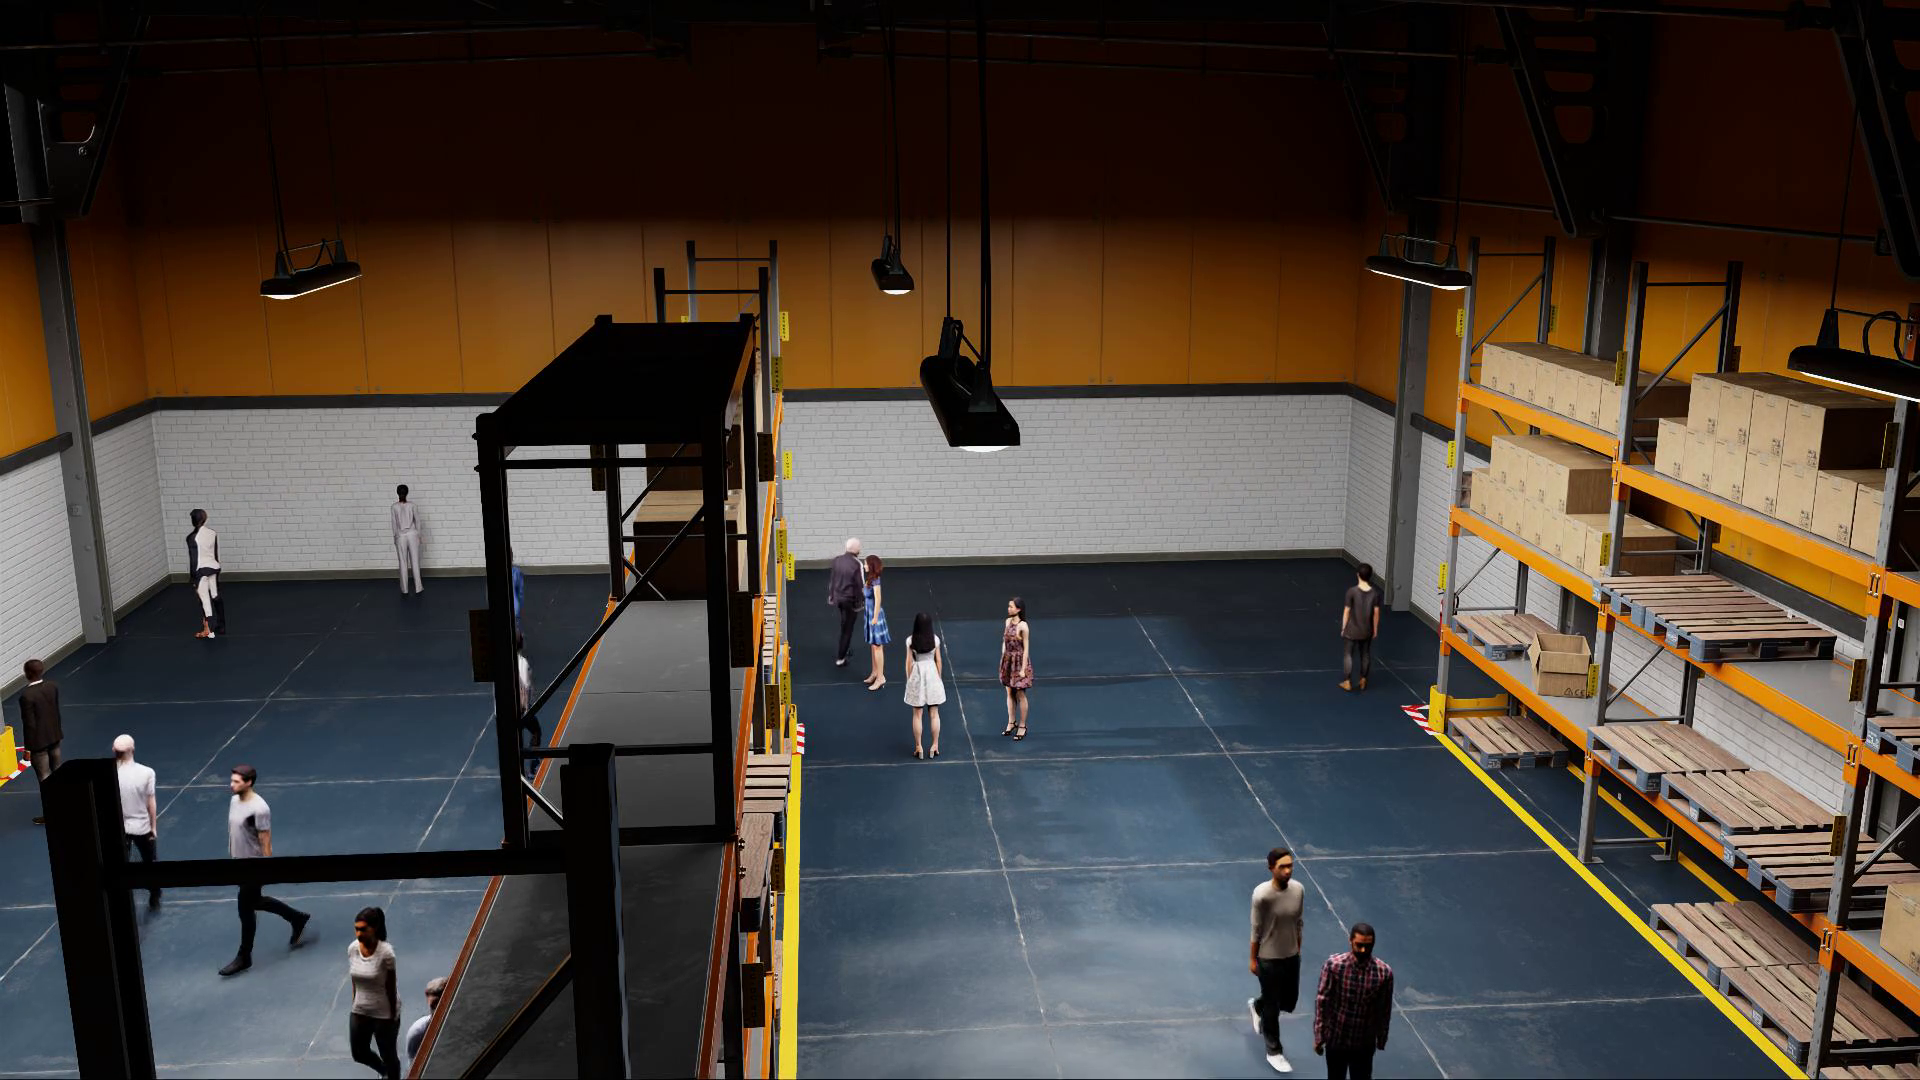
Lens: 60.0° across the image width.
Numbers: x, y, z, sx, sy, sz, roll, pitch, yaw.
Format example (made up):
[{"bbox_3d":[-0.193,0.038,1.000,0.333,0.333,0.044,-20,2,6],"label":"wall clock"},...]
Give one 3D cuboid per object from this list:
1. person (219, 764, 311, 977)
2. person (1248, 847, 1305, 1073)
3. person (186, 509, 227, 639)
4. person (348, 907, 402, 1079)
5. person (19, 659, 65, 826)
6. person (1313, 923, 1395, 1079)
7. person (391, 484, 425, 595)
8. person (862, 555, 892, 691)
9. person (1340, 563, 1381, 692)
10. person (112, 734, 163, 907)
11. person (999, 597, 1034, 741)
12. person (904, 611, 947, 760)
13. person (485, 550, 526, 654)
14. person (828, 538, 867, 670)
[{"bbox_3d":[-6.157,2.834,14.621,1.151,1.839,1.195,11,18,39],"label":"person"},{"bbox_3d":[2.438,3.234,13.059,0.814,1.798,0.983,-5,15,-22],"label":"person"},{"bbox_3d":[-11.007,0.474,24.254,0.826,1.892,0.696,5,15,21],"label":"person"},{"bbox_3d":[-4.300,3.476,12.416,0.669,1.629,0.724,3,14,14],"label":"person"},{"bbox_3d":[-9.705,2.124,17.632,0.773,1.802,0.599,3,14,11],"label":"person"},{"bbox_3d":[2.804,3.525,11.968,0.940,1.744,1.210,3,14,14],"label":"person"},{"bbox_3d":[-8.831,-0.024,26.561,0.610,1.774,0.570,-3,14,-12],"label":"person"},{"bbox_3d":[-1.142,1.075,21.955,0.753,1.805,0.552,-3,14,-12],"label":"person"},{"bbox_3d":[5.252,1.148,21.848,0.664,1.716,0.599,0,14,-1],"label":"person"},{"bbox_3d":[-7.639,2.707,15.245,0.870,1.793,1.277,-5,14,-18],"label":"person"},{"bbox_3d":[0.668,1.541,20.100,0.856,1.774,0.776,-10,17,-36],"label":"person"},{"bbox_3d":[-0.421,1.692,19.477,0.642,1.774,0.626,-1,14,-3],"label":"person"},{"bbox_3d":[-6.131,0.936,22.538,0.788,1.802,0.781,-7,15,-26],"label":"person"},{"bbox_3d":[-1.599,0.891,22.714,0.923,1.807,0.984,9,16,32],"label":"person"}]
